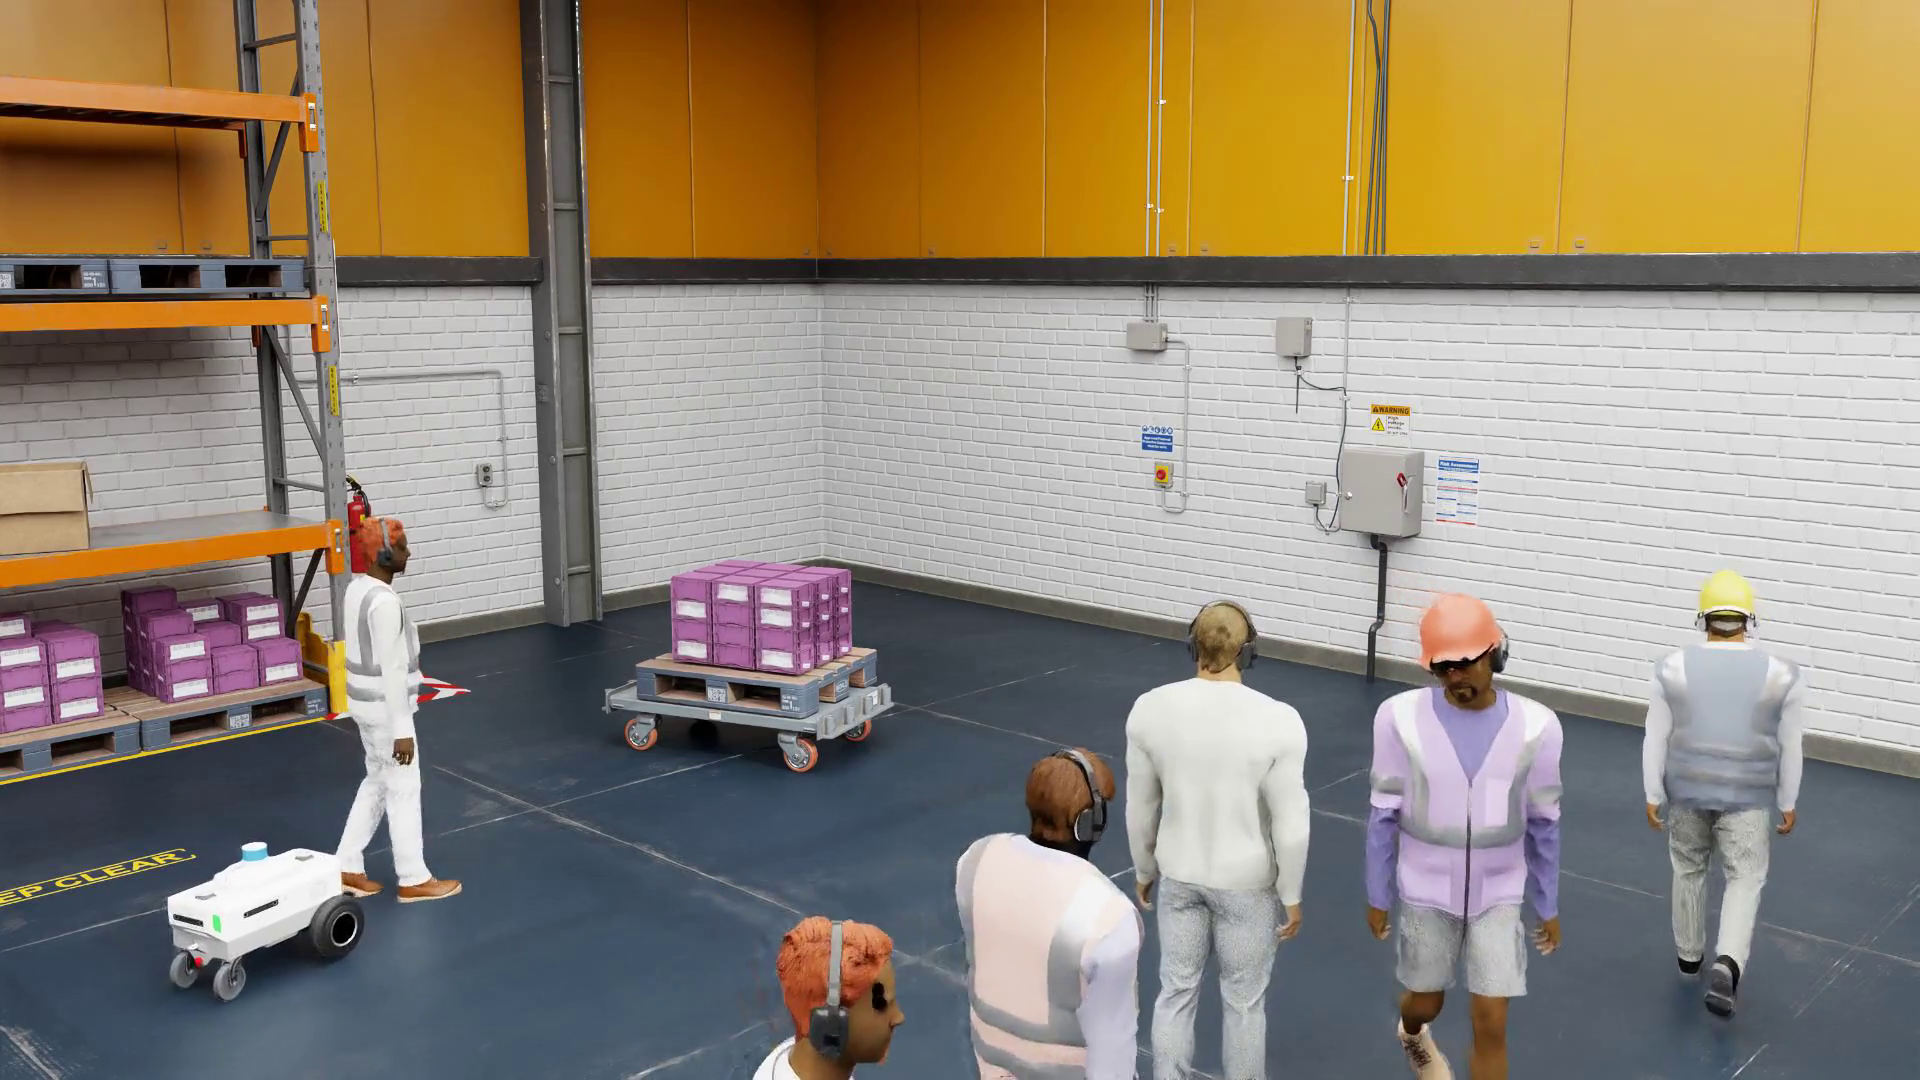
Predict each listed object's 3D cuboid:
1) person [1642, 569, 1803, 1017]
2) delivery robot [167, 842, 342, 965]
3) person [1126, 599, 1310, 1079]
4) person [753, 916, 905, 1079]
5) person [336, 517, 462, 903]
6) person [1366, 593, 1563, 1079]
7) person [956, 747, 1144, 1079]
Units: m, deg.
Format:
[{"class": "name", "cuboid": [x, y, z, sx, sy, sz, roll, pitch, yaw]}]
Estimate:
[{"class": "person", "cuboid": [3.112, 1.026, 6.827, 0.600, 1.810, 0.752, 5, 10, 26]}, {"class": "delivery robot", "cuboid": [-3.031, 1.550, 7.177, 0.477, 0.478, 0.707, 5, 10, 27]}, {"class": "person", "cuboid": [0.871, 1.157, 5.648, 0.635, 1.936, 0.355, 5, 10, 27]}, {"class": "person", "cuboid": [-0.263, 1.610, 3.230, 1.014, 1.827, 0.587, 0, 9, -3]}, {"class": "person", "cuboid": [-2.752, 0.820, 7.935, 0.495, 1.888, 0.597, -6, 11, -34]}, {"class": "person", "cuboid": [1.678, 1.136, 5.580, 0.637, 2.017, 0.848, 1, 9, 9]}, {"class": "person", "cuboid": [0.197, 1.433, 4.364, 0.620, 1.814, 0.882, 9, 13, 43]}]
